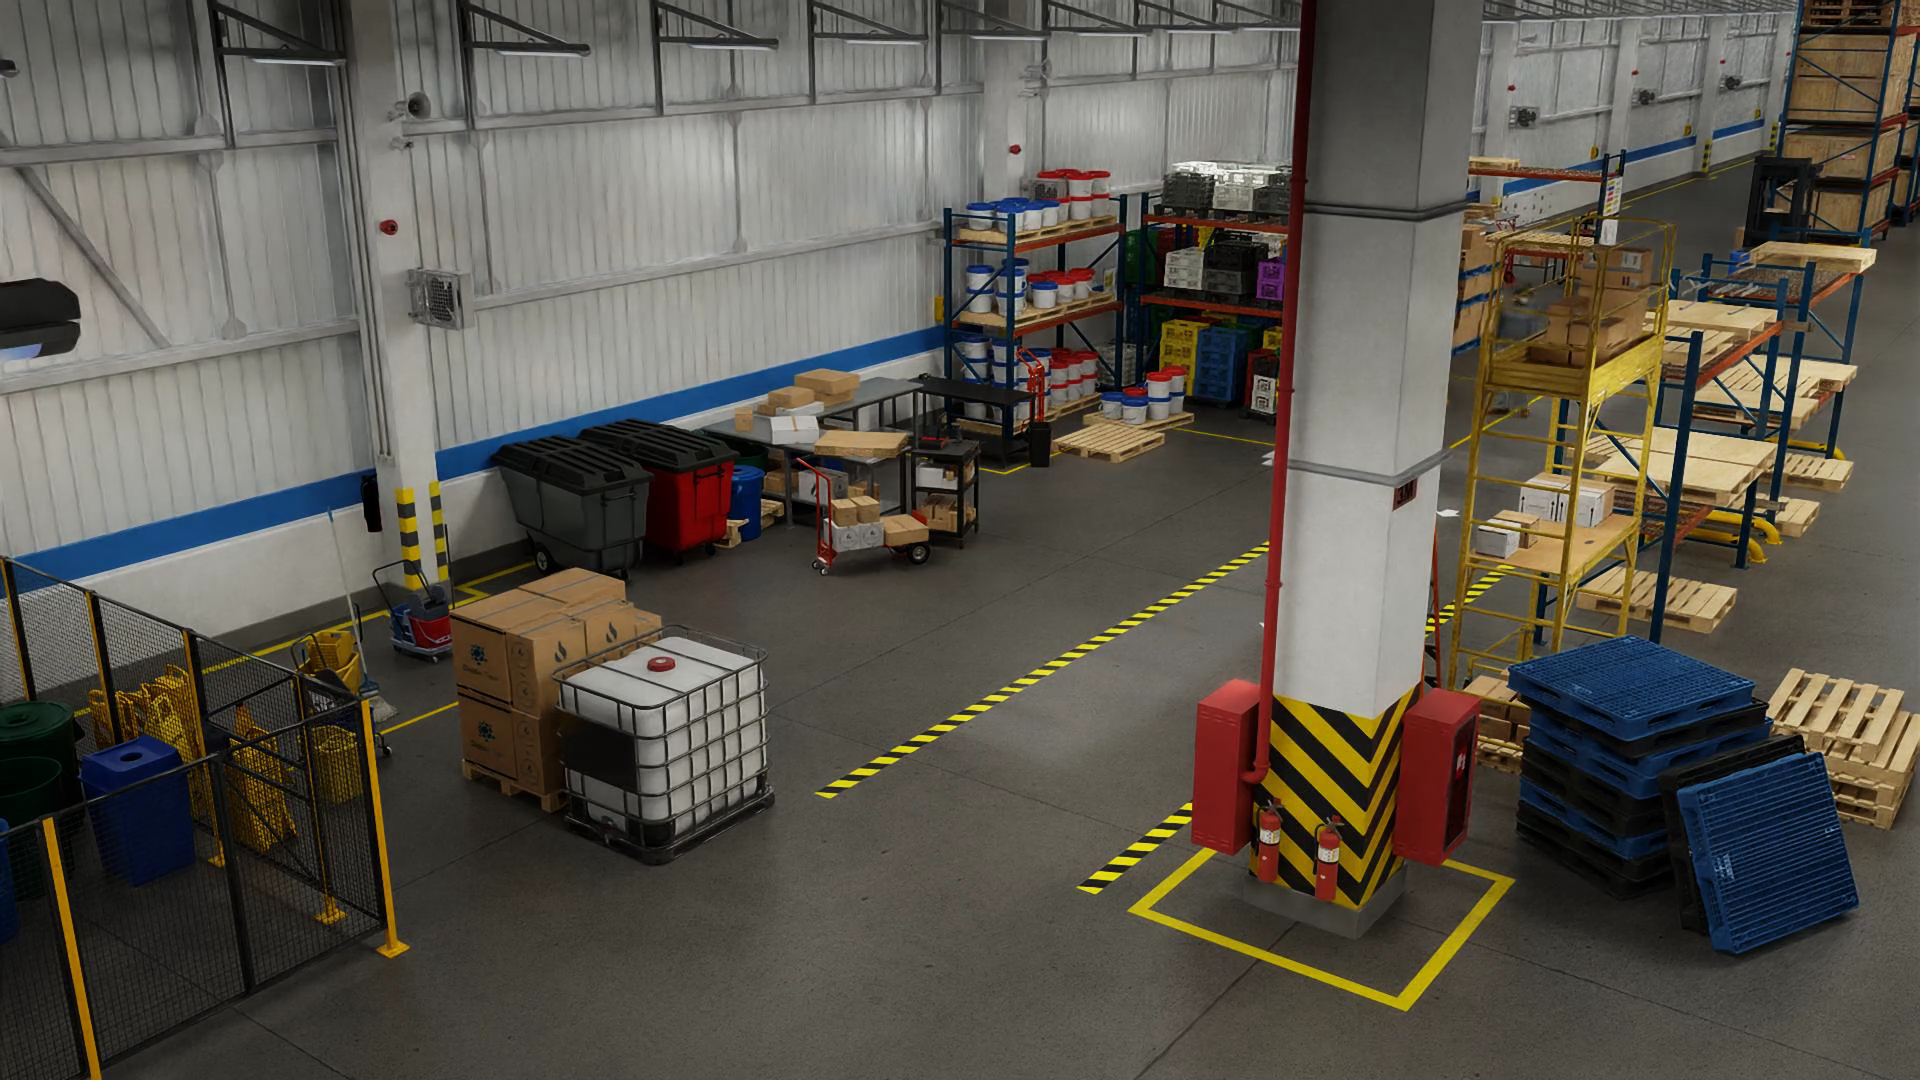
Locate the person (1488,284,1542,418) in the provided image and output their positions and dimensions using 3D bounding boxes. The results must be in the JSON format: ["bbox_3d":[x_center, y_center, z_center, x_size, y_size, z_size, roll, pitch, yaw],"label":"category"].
[{"bbox_3d":[7.793,-2.658,23.310,0.707,1.907,0.375,17,25,42],"label":"person"}]

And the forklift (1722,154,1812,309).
[{"bbox_3d":[15.465,-5.892,31.652,1.129,2.768,1.873,13,22,34],"label":"forklift"}]
